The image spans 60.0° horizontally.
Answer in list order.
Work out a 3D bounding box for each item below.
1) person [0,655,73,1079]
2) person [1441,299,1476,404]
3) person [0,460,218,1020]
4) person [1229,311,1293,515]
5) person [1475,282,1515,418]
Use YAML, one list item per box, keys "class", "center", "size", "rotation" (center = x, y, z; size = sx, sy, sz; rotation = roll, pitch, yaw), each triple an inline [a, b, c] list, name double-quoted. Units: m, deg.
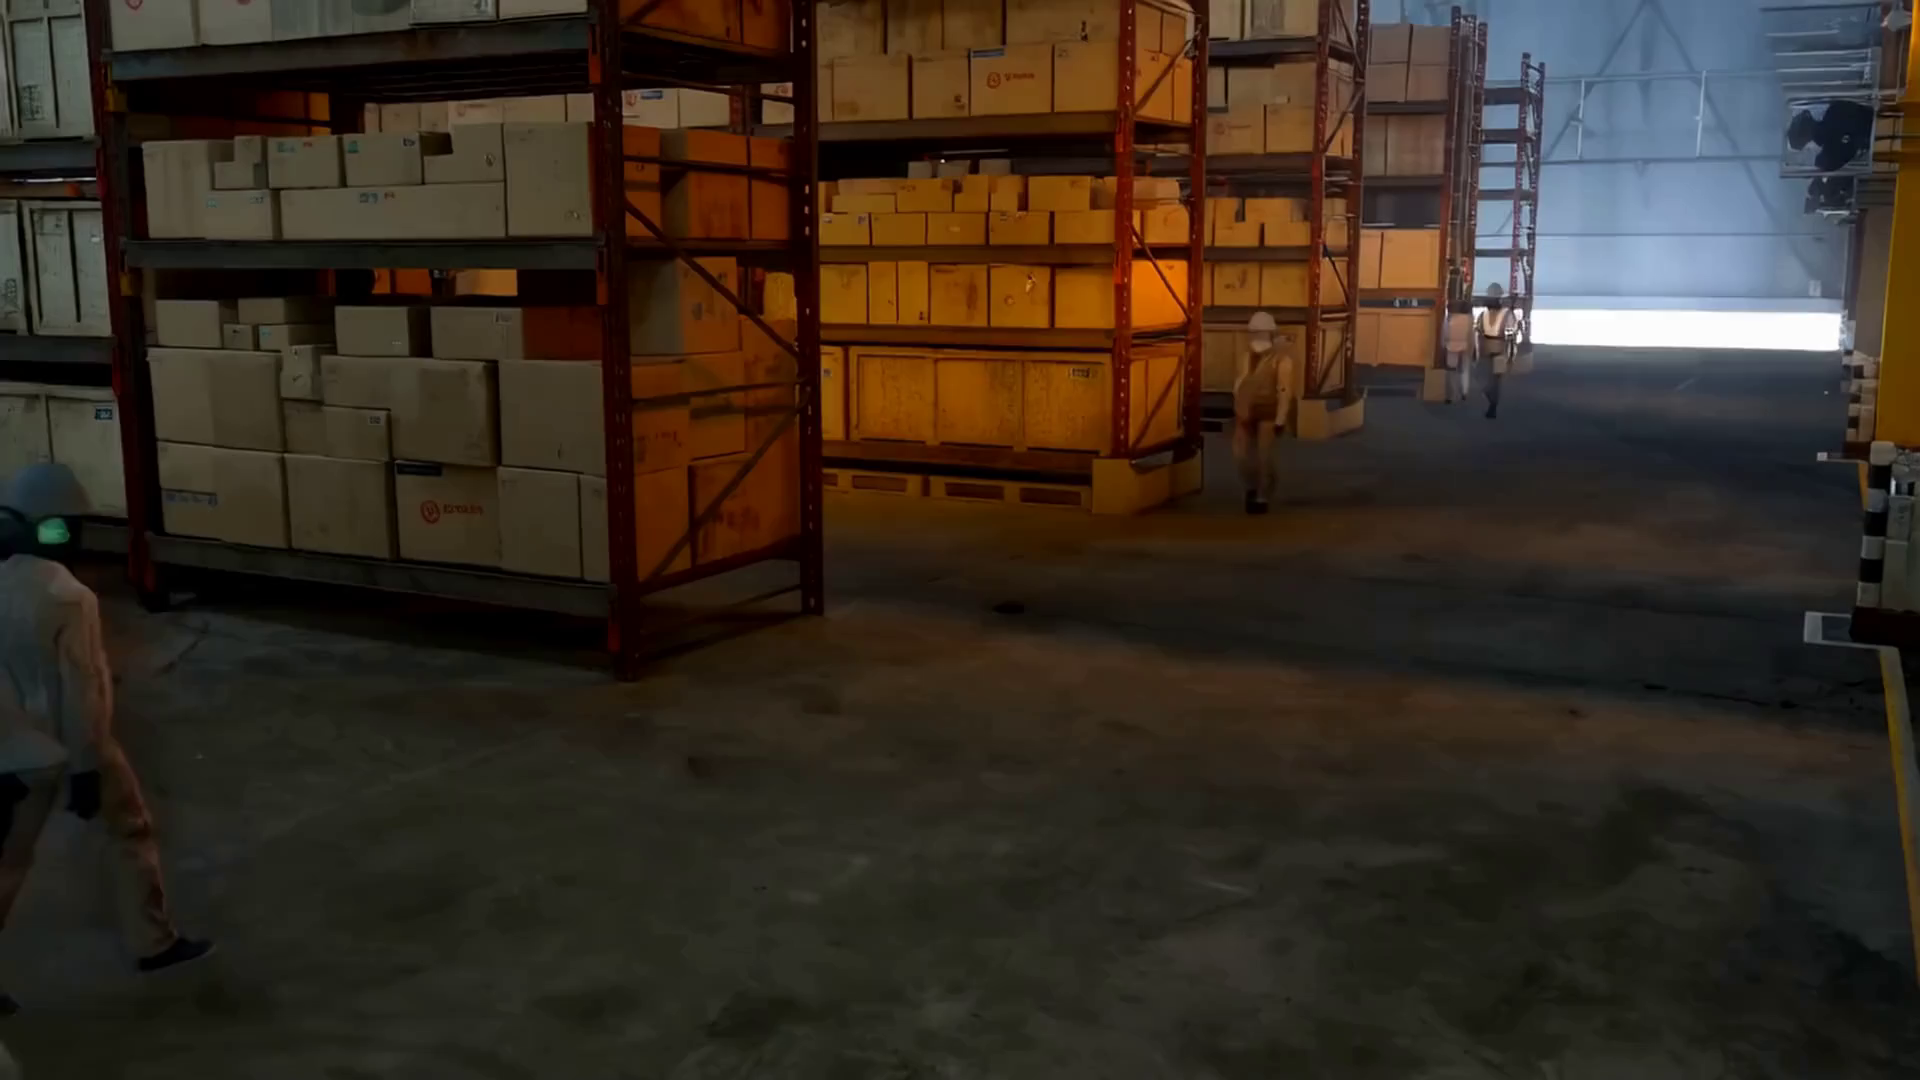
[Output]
- class: "person"
  center: [-1.265, 1.041, 1.965]
  size: [0.589, 1.928, 0.504]
  rotation: [7, 12, 35]
- class: "person"
  center: [7.735, -2.927, 25.847]
  size: [0.512, 1.618, 0.467]
  rotation: [1, 10, 6]
- class: "person"
  center: [-2.813, 0.606, 5.125]
  size: [0.573, 1.714, 0.875]
  rotation: [6, 11, 29]
- class: "person"
  center: [2.663, -1.124, 14.814]
  size: [0.424, 1.818, 0.620]
  rotation: [-9, 13, -43]
- class: "person"
  center: [7.616, -2.706, 23.673]
  size: [0.553, 1.923, 0.655]
  rotation: [6, 11, 30]
